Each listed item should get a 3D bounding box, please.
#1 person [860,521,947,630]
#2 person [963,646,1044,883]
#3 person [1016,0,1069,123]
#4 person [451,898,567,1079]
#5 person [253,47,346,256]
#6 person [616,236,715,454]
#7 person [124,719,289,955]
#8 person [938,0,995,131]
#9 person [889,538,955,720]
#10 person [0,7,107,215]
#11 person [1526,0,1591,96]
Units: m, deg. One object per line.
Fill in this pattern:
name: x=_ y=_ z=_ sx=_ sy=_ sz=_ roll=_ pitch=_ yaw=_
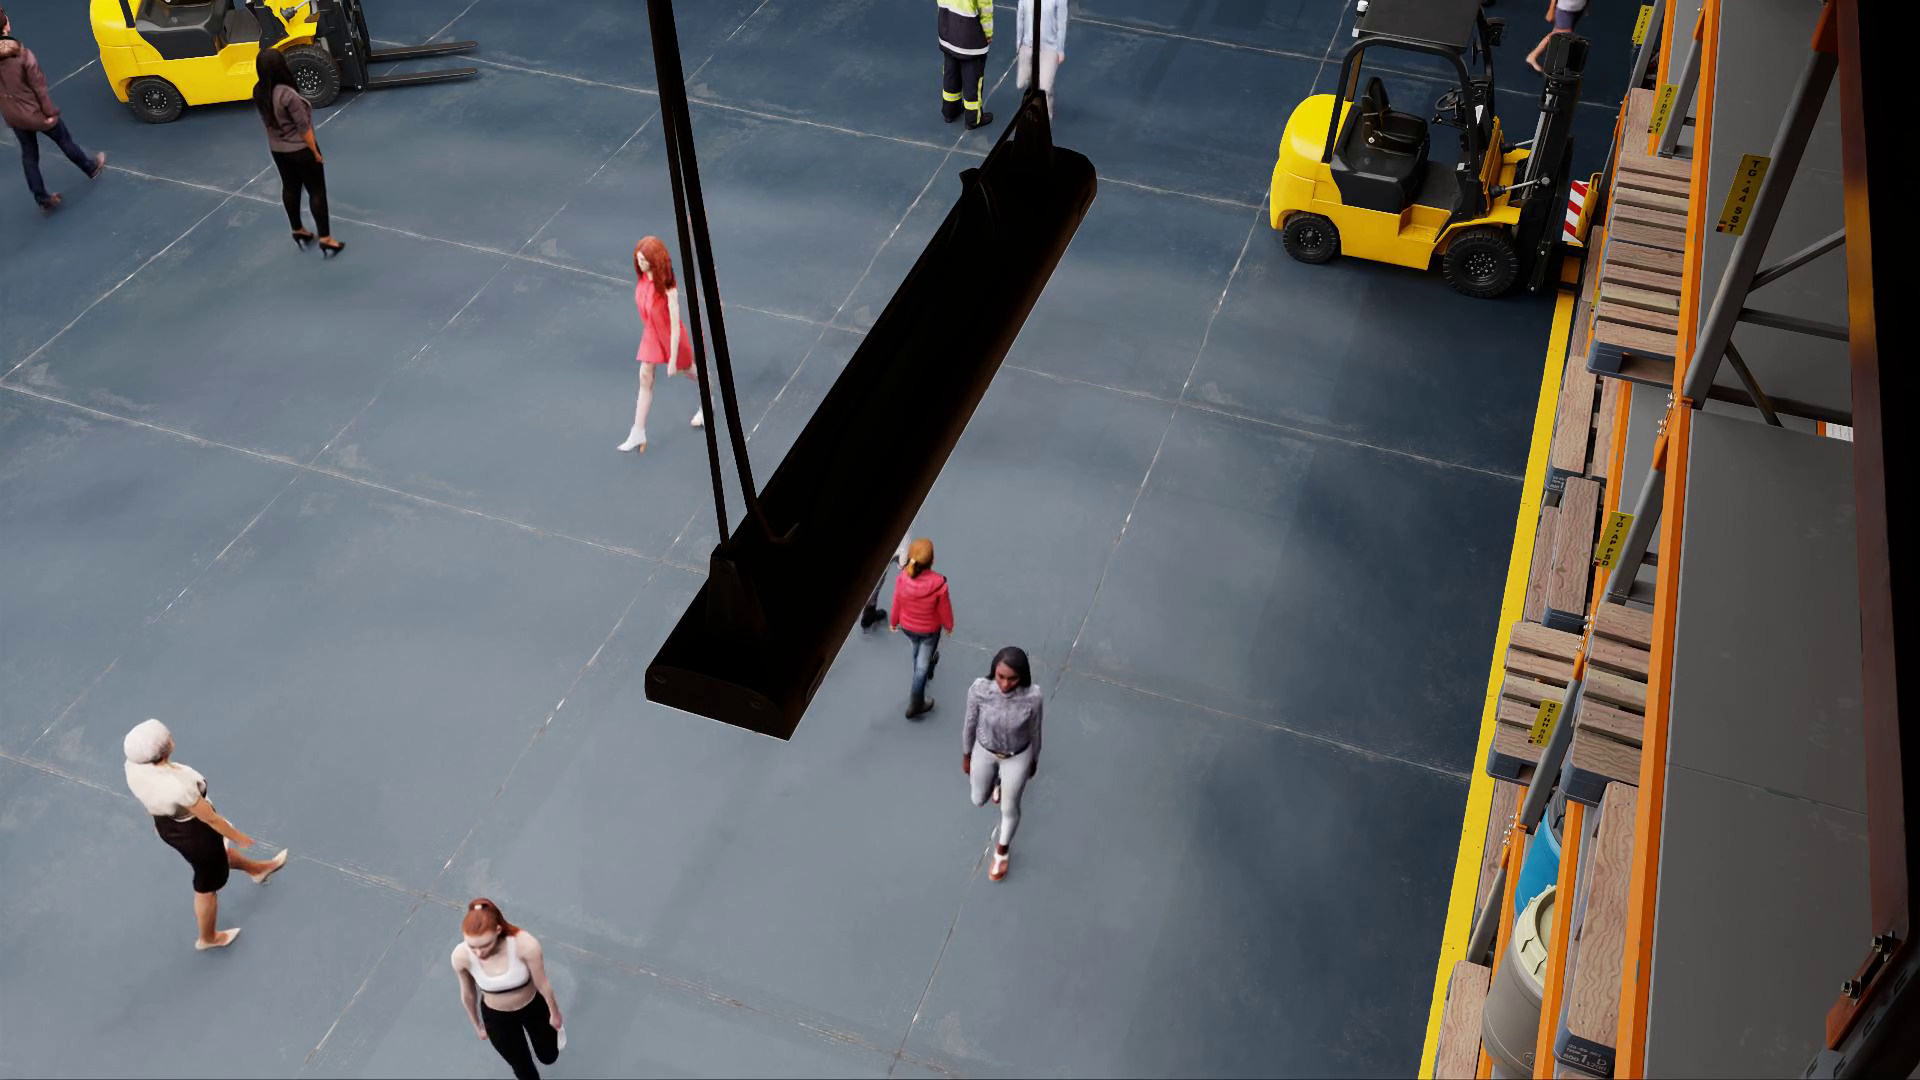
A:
person: x=-0.480 y=0.091 z=10.994 sx=0.744 sy=1.240 sz=0.978 roll=34 pitch=53 yaw=31
person: x=0.253 y=1.179 z=9.510 sx=0.673 sy=1.712 sz=0.932 roll=9 pitch=44 yaw=9
person: x=0.794 y=-4.622 z=15.480 sx=0.675 sy=1.876 sz=0.895 roll=17 pitch=46 yaw=17
person: x=-2.209 y=2.291 z=8.329 sx=0.821 sy=1.730 sz=0.958 roll=-6 pitch=44 yaw=-6
person: x=-5.650 y=-3.280 z=14.101 sx=0.670 sy=1.834 sz=0.639 roll=18 pitch=46 yaw=18
person: x=-2.082 y=-1.485 z=12.256 sx=0.931 sy=1.780 sz=1.216 roll=33 pitch=52 yaw=29
person: x=-4.219 y=1.668 z=8.987 sx=0.784 sy=1.726 sz=1.038 roll=24 pitch=49 yaw=23
person: x=0.040 y=-4.840 z=15.629 sx=0.839 sy=1.987 sz=0.764 roll=28 pitch=50 yaw=26
person: x=-0.287 y=0.585 z=10.440 sx=0.567 sy=1.288 sz=0.812 roll=19 pitch=47 yaw=19
person: x=-8.229 y=-3.722 z=14.589 sx=0.899 sy=1.802 sz=1.166 roll=5 pitch=44 yaw=5
person: x=5.925 y=-5.243 z=16.344 sx=1.026 sy=1.582 sz=0.989 roll=-25 pitch=49 yaw=-24
